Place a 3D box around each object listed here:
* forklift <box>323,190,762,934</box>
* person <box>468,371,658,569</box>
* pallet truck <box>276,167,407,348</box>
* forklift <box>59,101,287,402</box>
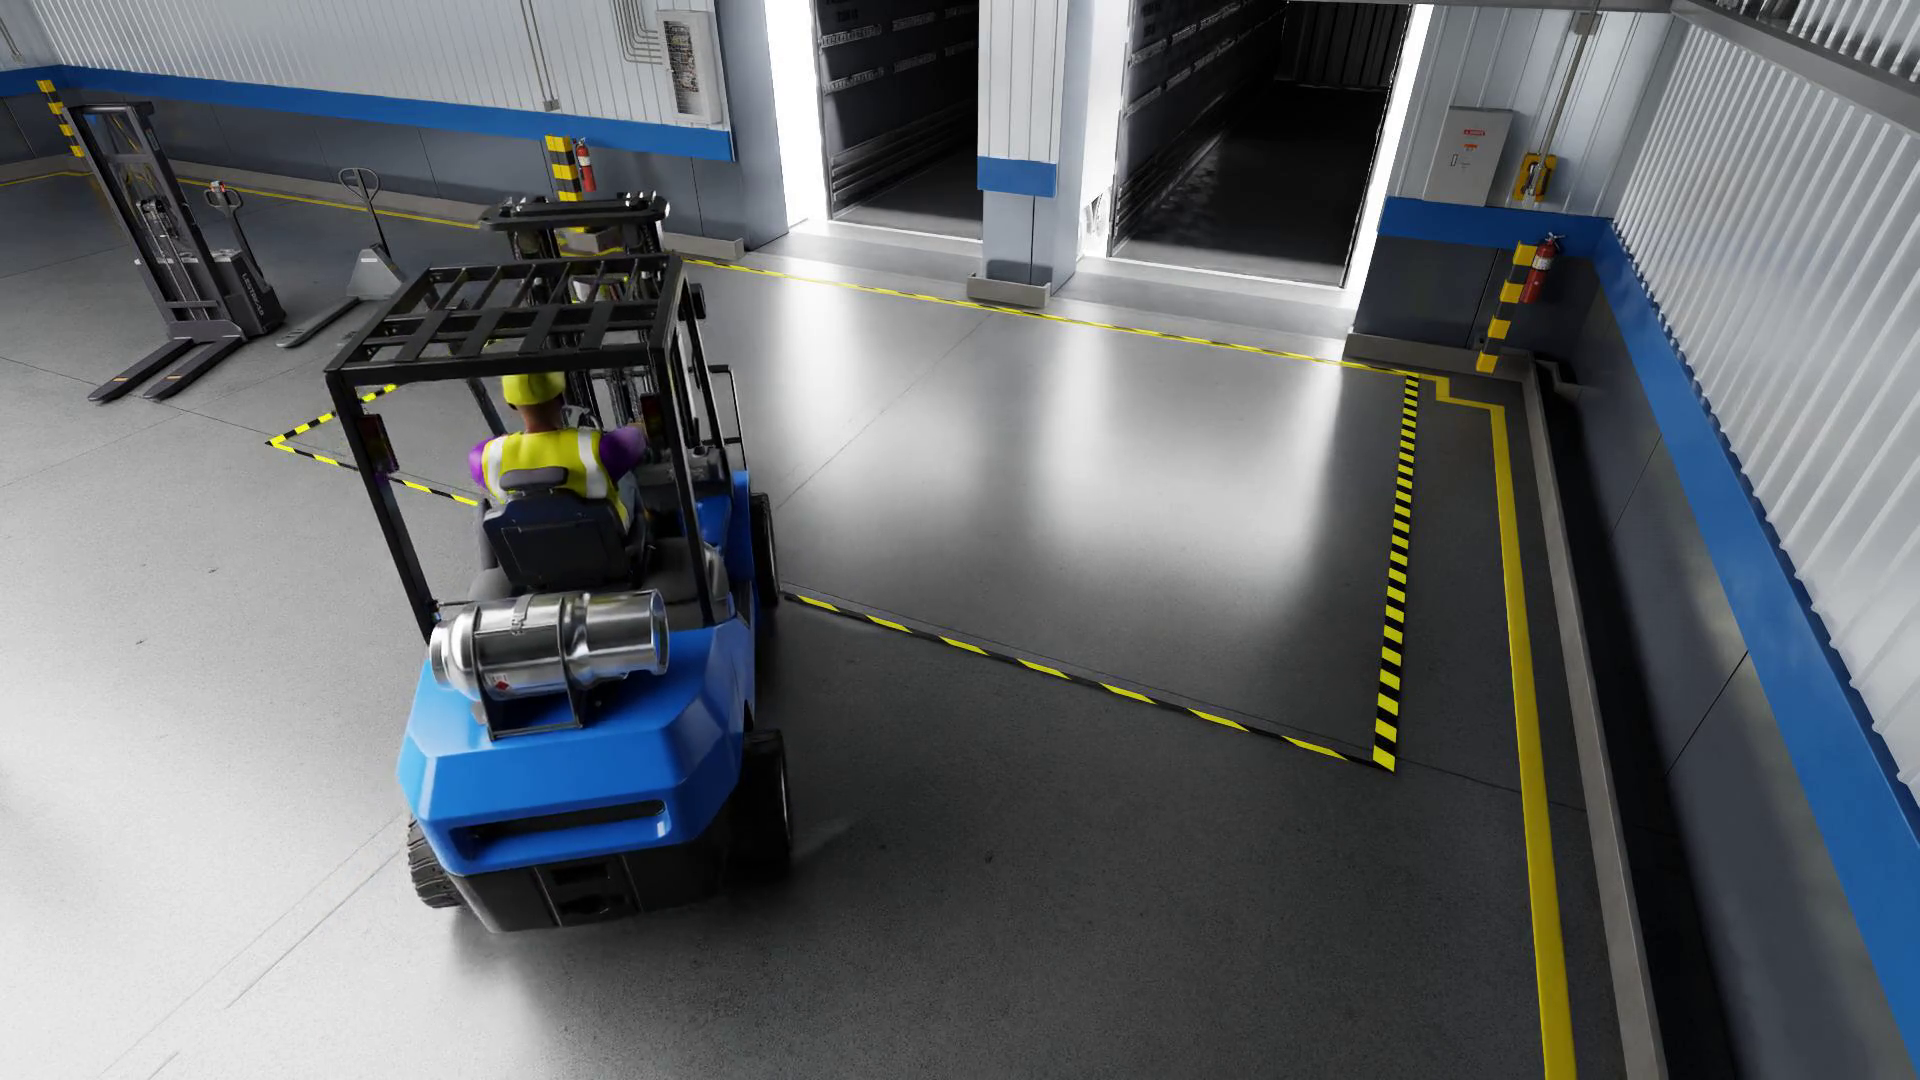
[{"bbox_3d":[-1.543,-0.113,3.871,1.157,2.036,2.680,-6,35,-8],"label":"forklift"},{"bbox_3d":[-1.546,-0.301,3.813,0.635,1.293,1.004,-6,35,-8],"label":"person"},{"bbox_3d":[-5.732,-2.611,8.414,0.680,1.201,1.601,-1,35,-1],"label":"pallet truck"},{"bbox_3d":[-6.686,-2.387,7.434,0.823,1.965,1.885,-3,35,-5],"label":"forklift"}]
